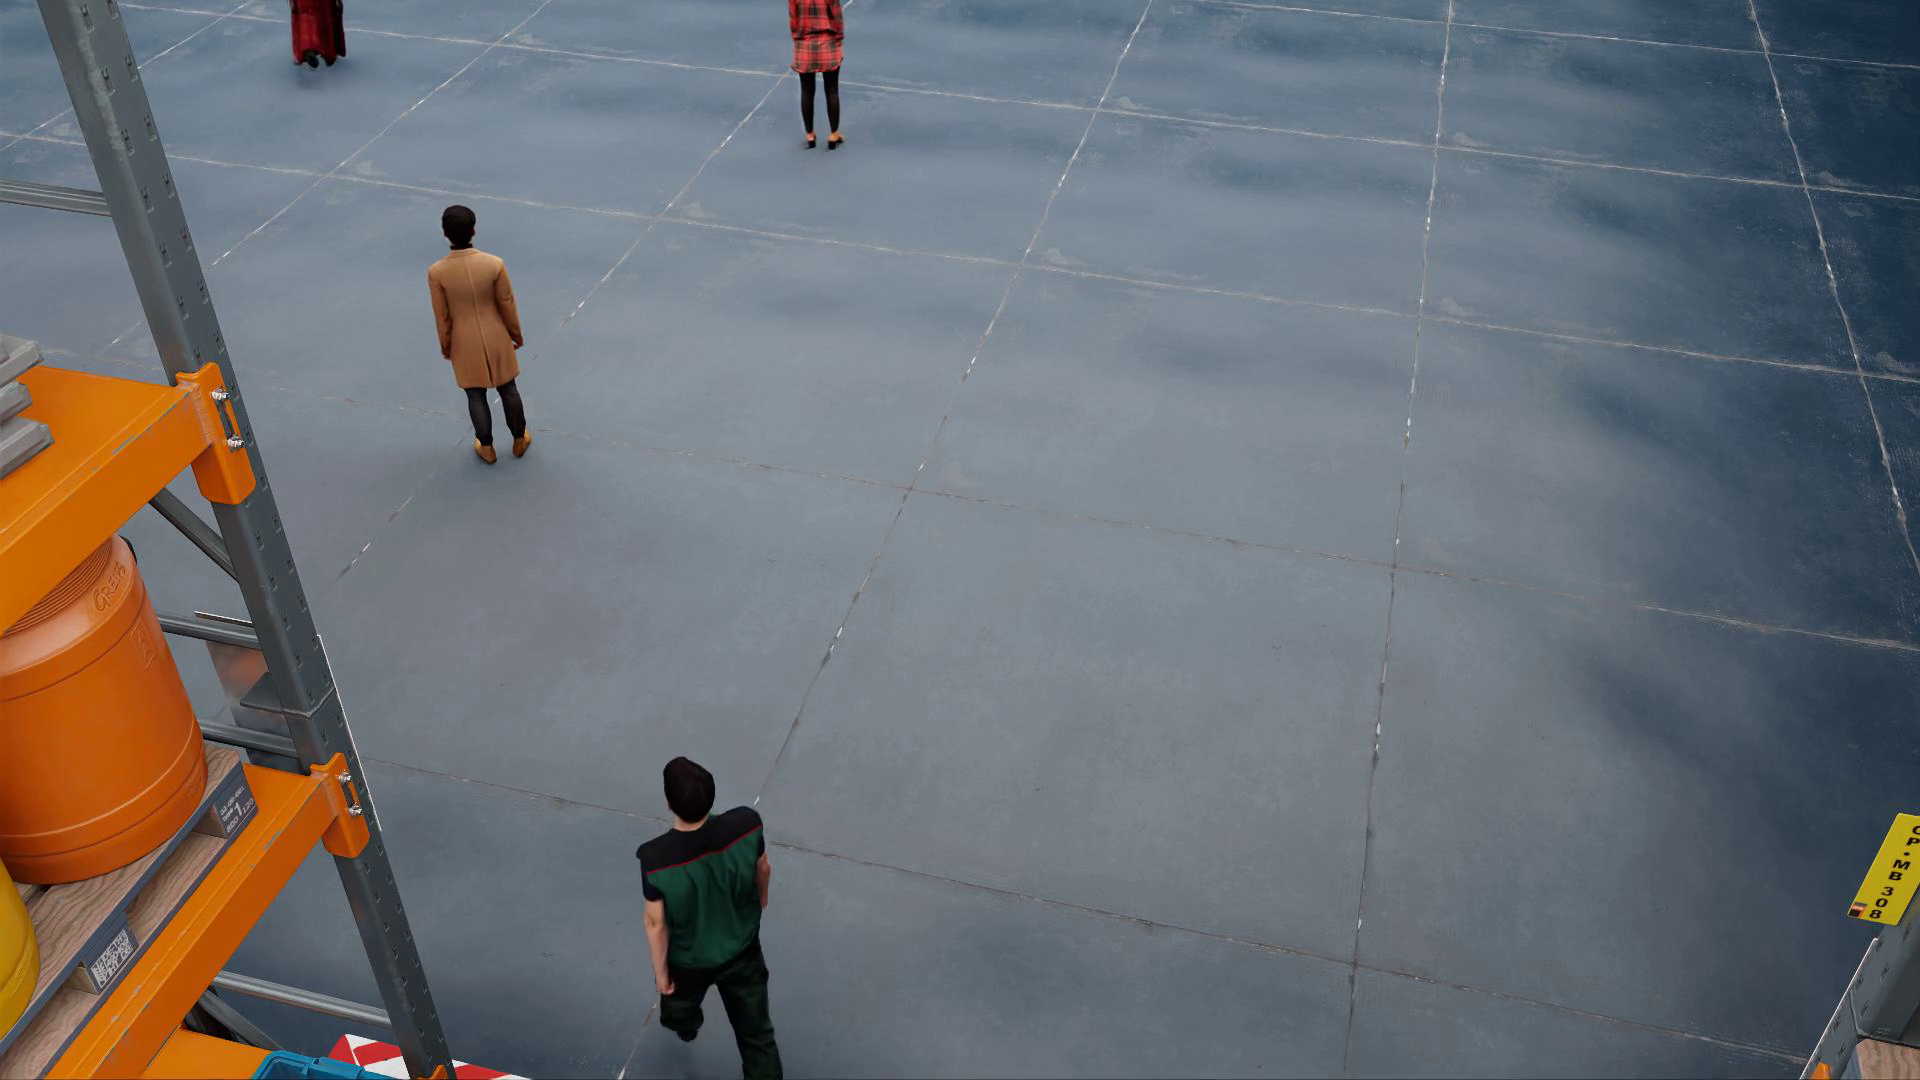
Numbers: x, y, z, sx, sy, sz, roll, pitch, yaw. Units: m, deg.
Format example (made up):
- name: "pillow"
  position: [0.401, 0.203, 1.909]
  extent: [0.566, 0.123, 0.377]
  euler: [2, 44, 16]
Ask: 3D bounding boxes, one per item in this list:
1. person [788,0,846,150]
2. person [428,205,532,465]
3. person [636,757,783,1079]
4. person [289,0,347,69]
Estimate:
- name: "person"
  position: [-1.197, -4.121, 13.957]
  extent: [0.632, 1.703, 0.580]
  euler: [5, 38, 6]
- name: "person"
  position: [-2.972, -1.256, 10.277]
  extent: [0.773, 1.726, 0.809]
  euler: [-13, 40, -16]
- name: "person"
  position: [-0.920, 1.641, 6.470]
  extent: [1.226, 1.854, 1.303]
  euler: [-18, 42, -22]
- name: "person"
  position: [-5.999, -5.101, 15.274]
  extent: [0.786, 1.624, 0.911]
  euler: [-2, 38, -3]
